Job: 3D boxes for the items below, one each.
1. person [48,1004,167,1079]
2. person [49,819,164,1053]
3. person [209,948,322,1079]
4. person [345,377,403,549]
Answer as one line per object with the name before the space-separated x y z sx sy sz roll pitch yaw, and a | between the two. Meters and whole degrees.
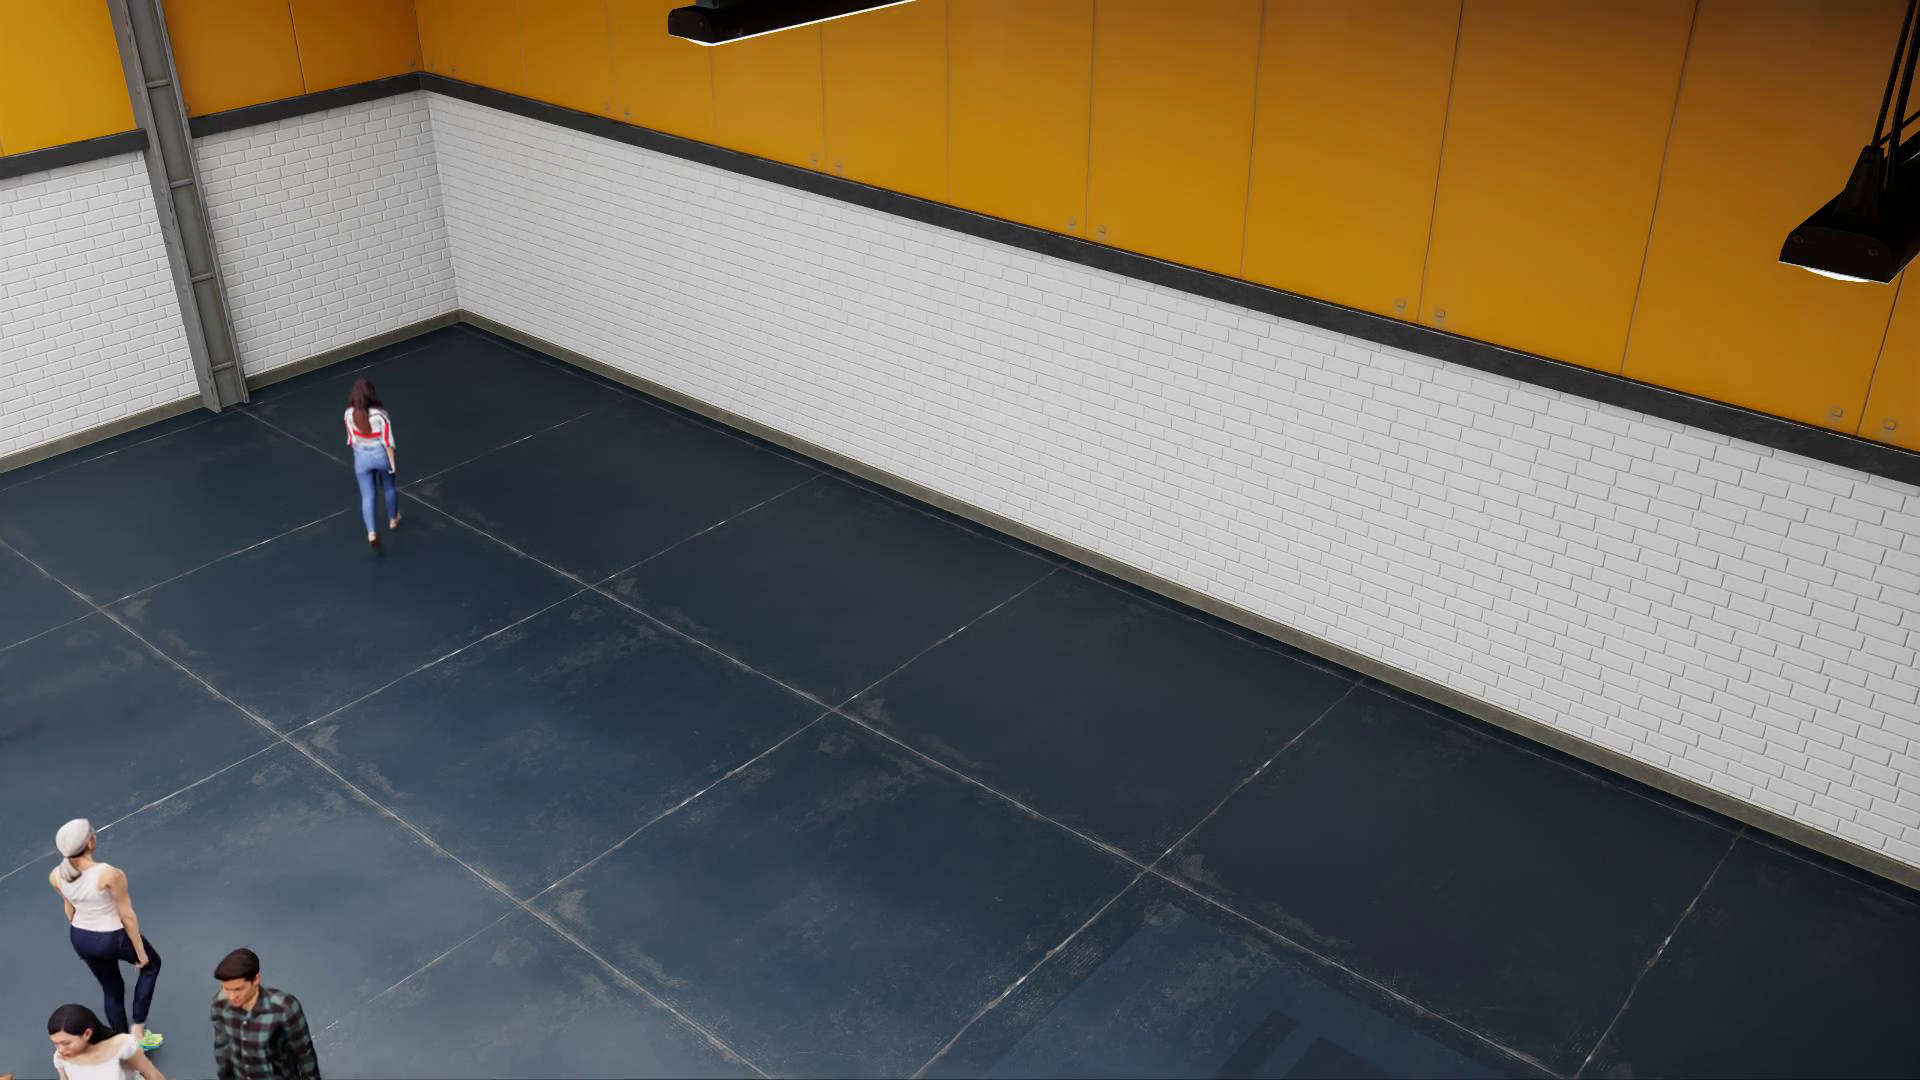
person | -4.178 2.920 8.476 1.083 1.699 1.261 -1 29 -1
person | -4.906 2.374 9.484 0.739 1.692 0.782 3 29 5
person | -3.585 2.749 8.670 0.864 1.703 0.906 5 29 10
person | -5.388 -0.689 15.209 1.023 1.586 1.064 -4 29 -7
